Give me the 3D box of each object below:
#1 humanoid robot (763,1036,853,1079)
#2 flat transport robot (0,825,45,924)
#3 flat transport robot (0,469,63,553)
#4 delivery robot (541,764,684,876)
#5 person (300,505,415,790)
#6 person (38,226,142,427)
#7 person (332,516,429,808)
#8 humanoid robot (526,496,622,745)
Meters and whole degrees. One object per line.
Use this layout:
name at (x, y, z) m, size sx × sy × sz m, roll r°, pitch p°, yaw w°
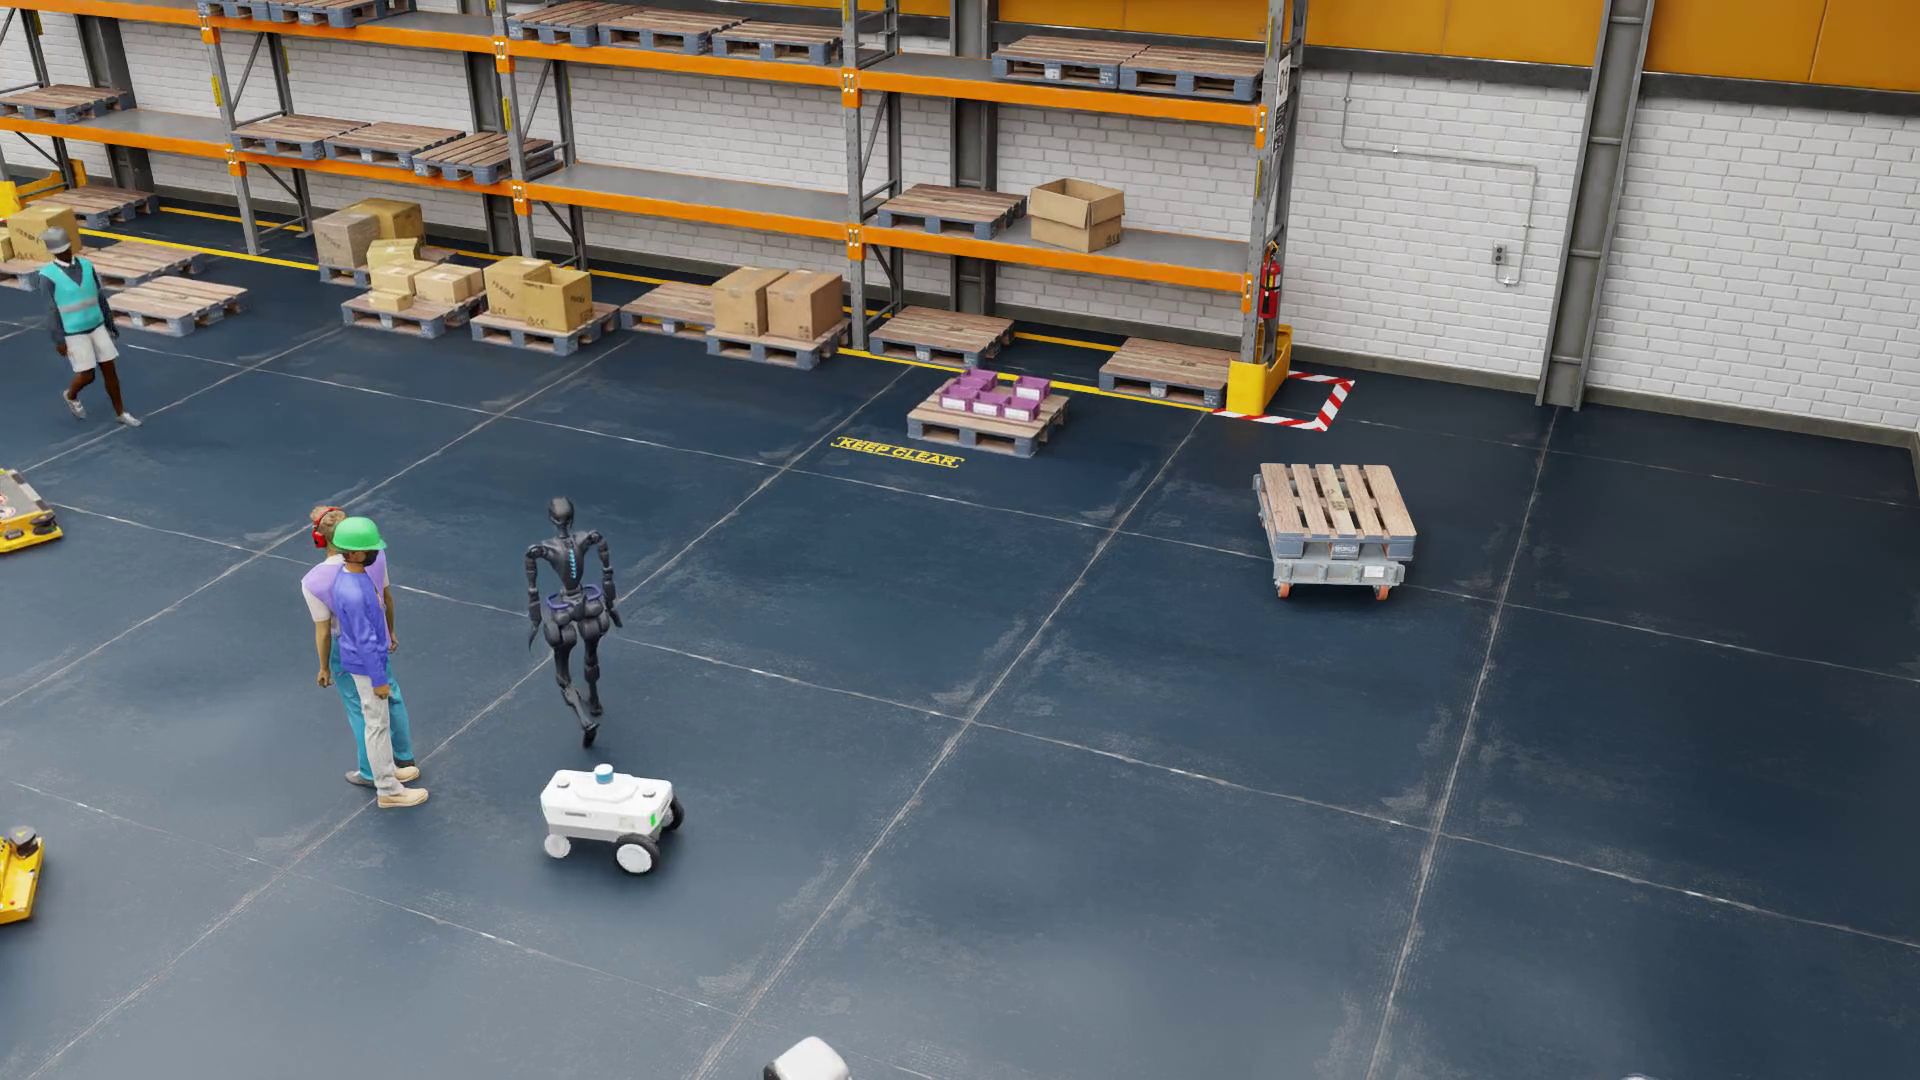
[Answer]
humanoid robot at (-0.632, 2.648, 6.191) m, size 0.546 × 1.738 × 1.007 m, roll 22°, pitch 35°, yaw 36°
flat transport robot at (-5.872, 1.964, 9.122) m, size 1.431 × 0.231 × 0.659 m, roll -9°, pitch 29°, yaw -17°
flat transport robot at (-7.806, -0.240, 13.396) m, size 0.659 × 0.231 × 1.431 m, roll -22°, pitch 35°, yaw -36°
delivery robot at (-2.012, 1.561, 9.578) m, size 0.768 × 0.581 × 0.499 m, roll 5°, pitch 28°, yaw 9°
person at (-3.589, 0.651, 9.948) m, size 0.374 × 1.843 × 0.567 m, roll 16°, pitch 31°, yaw 28°
person at (-7.839, -1.893, 14.814) m, size 0.593 × 1.917 × 0.623 m, roll 13°, pitch 30°, yaw 24°
person at (-3.452, 0.718, 9.803) m, size 0.363 × 1.865 × 0.459 m, roll -11°, pitch 29°, yaw -21°
humanoid robot at (-2.420, 0.478, 10.482) m, size 0.610 × 1.637 × 0.619 m, roll -16°, pitch 31°, yaw -28°
